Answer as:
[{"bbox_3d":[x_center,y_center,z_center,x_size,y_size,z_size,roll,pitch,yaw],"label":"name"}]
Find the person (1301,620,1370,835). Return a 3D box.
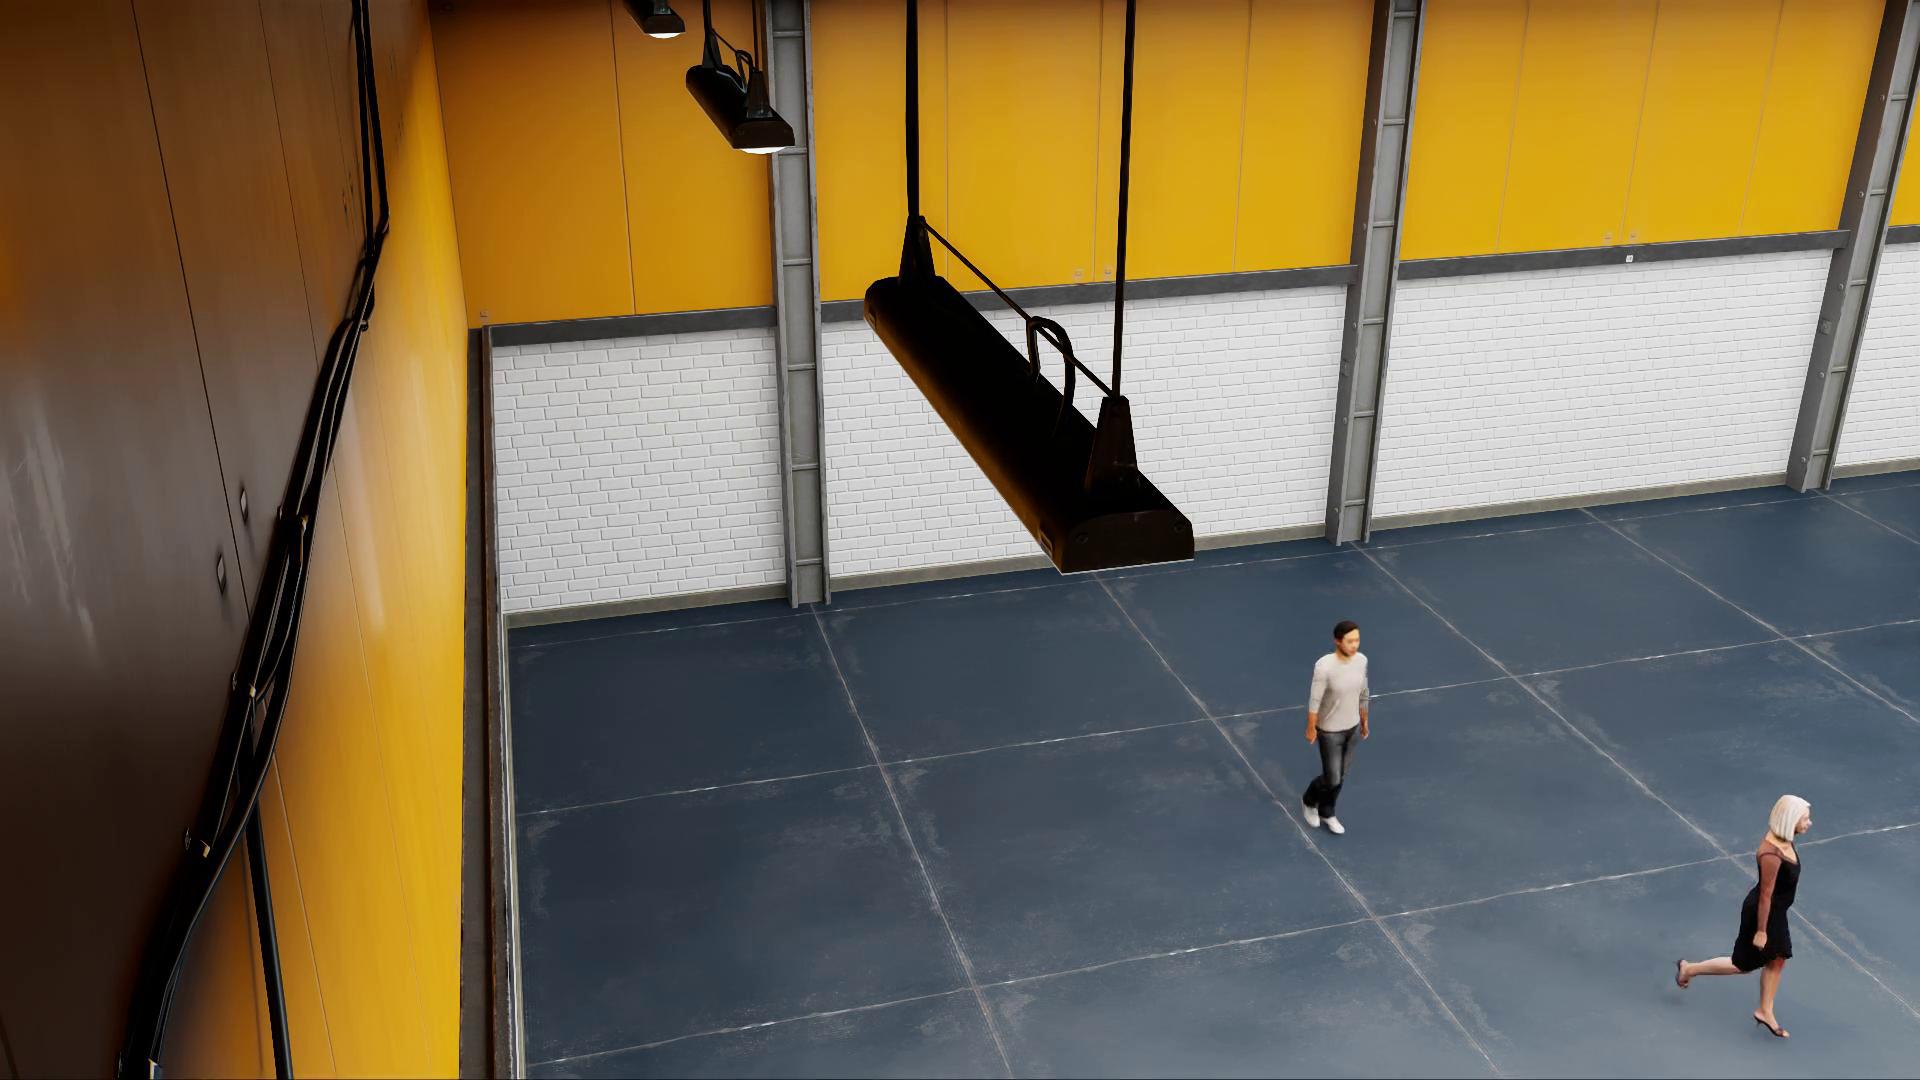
[{"bbox_3d":[2.852,1.401,12.829,0.690,1.801,0.796,-14,27,-29],"label":"person"}]

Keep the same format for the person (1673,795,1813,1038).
[{"bbox_3d":[5.080,2.396,10.664,0.994,1.711,1.025,19,30,36],"label":"person"}]
